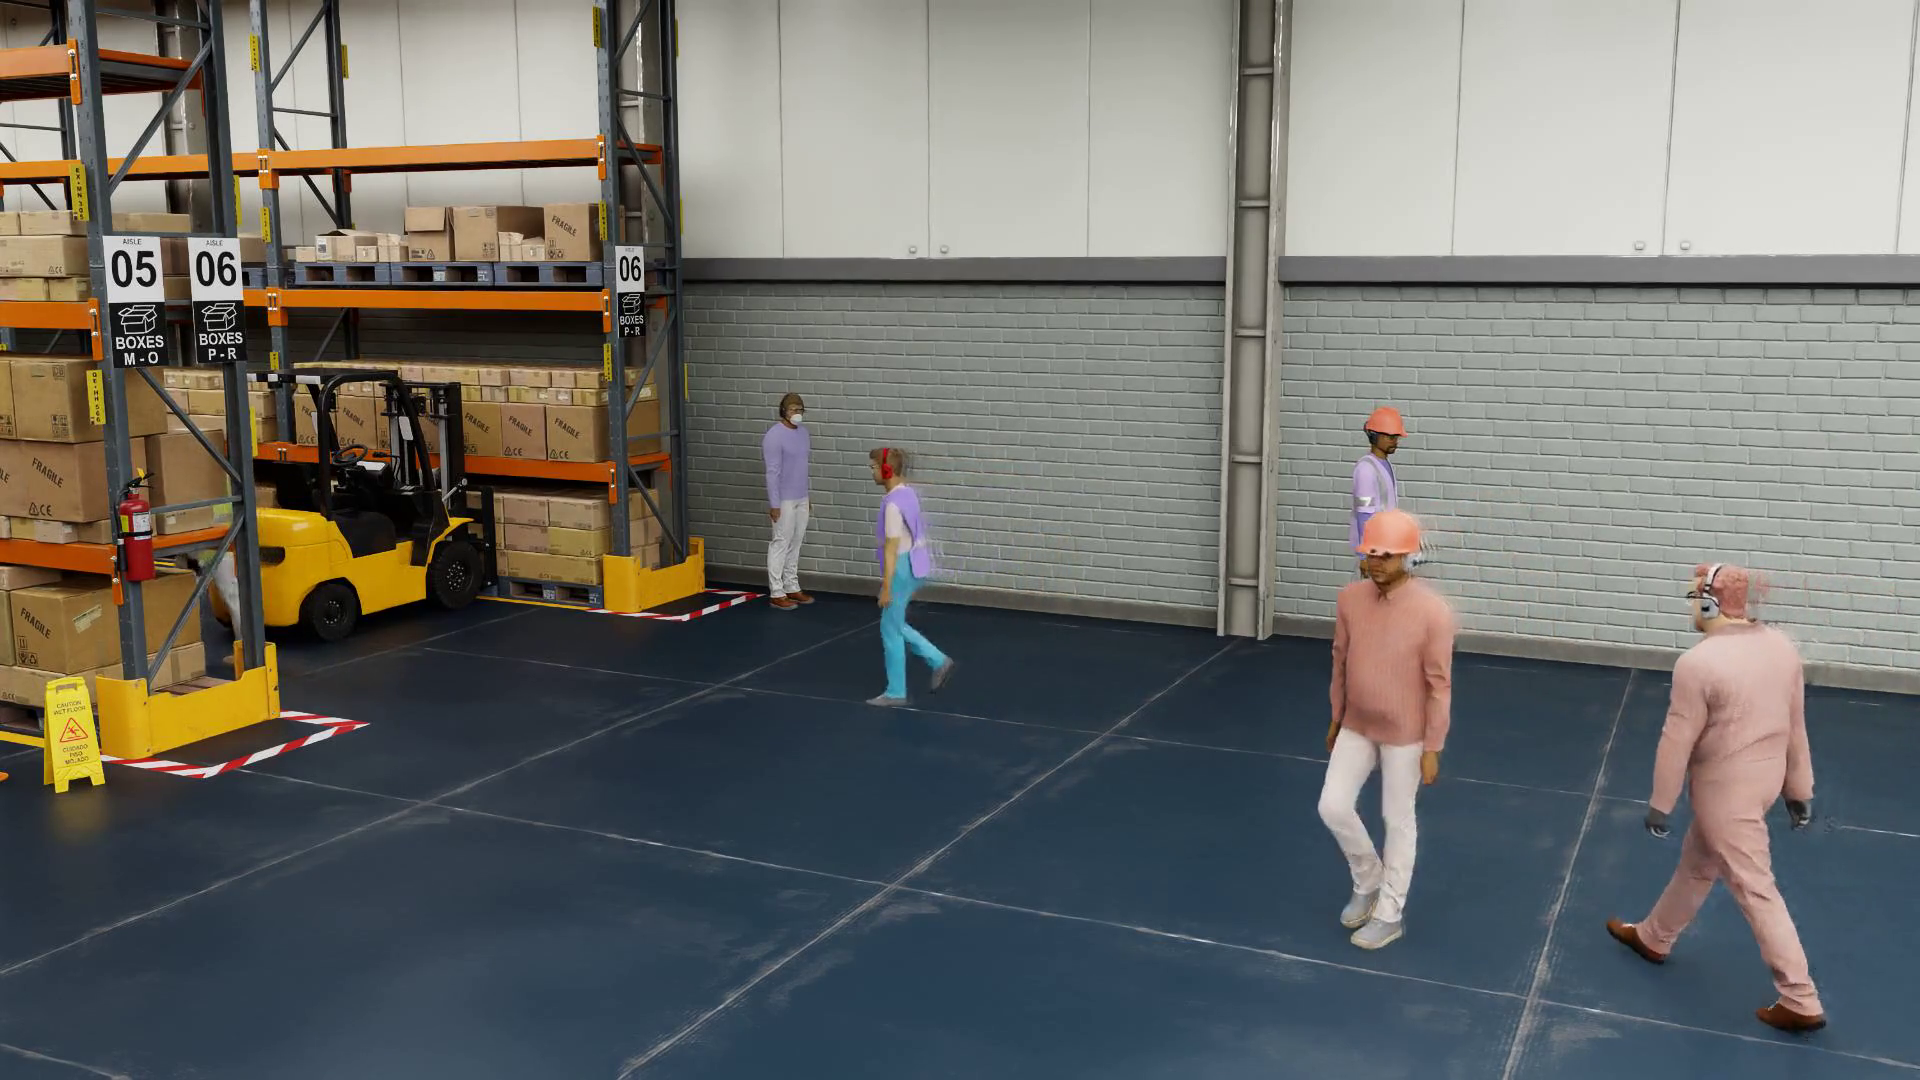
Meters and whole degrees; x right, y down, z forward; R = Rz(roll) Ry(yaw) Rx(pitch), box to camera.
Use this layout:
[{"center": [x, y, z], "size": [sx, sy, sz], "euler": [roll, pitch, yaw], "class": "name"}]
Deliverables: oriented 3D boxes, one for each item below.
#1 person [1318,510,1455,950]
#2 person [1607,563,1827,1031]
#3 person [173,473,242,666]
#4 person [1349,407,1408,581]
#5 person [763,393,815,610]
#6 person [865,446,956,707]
[{"center": [1.881, 0.846, 7.405], "size": [0.435, 1.982, 0.642], "euler": [-8, 12, -41], "class": "person"}, {"center": [3.149, 1.019, 6.832], "size": [0.660, 1.843, 1.096], "euler": [-6, 11, -32], "class": "person"}, {"center": [-5.825, 0.079, 12.741], "size": [1.041, 1.774, 0.652], "euler": [4, 10, 21], "class": "person"}, {"center": [3.049, 0.045, 12.147], "size": [0.387, 2.039, 0.614], "euler": [4, 10, 25], "class": "person"}, {"center": [-1.528, -0.354, 14.910], "size": [0.350, 1.935, 0.634], "euler": [4, 10, 25], "class": "person"}, {"center": [-0.364, 0.259, 11.505], "size": [0.521, 1.822, 0.598], "euler": [1, 9, 3], "class": "person"}]
